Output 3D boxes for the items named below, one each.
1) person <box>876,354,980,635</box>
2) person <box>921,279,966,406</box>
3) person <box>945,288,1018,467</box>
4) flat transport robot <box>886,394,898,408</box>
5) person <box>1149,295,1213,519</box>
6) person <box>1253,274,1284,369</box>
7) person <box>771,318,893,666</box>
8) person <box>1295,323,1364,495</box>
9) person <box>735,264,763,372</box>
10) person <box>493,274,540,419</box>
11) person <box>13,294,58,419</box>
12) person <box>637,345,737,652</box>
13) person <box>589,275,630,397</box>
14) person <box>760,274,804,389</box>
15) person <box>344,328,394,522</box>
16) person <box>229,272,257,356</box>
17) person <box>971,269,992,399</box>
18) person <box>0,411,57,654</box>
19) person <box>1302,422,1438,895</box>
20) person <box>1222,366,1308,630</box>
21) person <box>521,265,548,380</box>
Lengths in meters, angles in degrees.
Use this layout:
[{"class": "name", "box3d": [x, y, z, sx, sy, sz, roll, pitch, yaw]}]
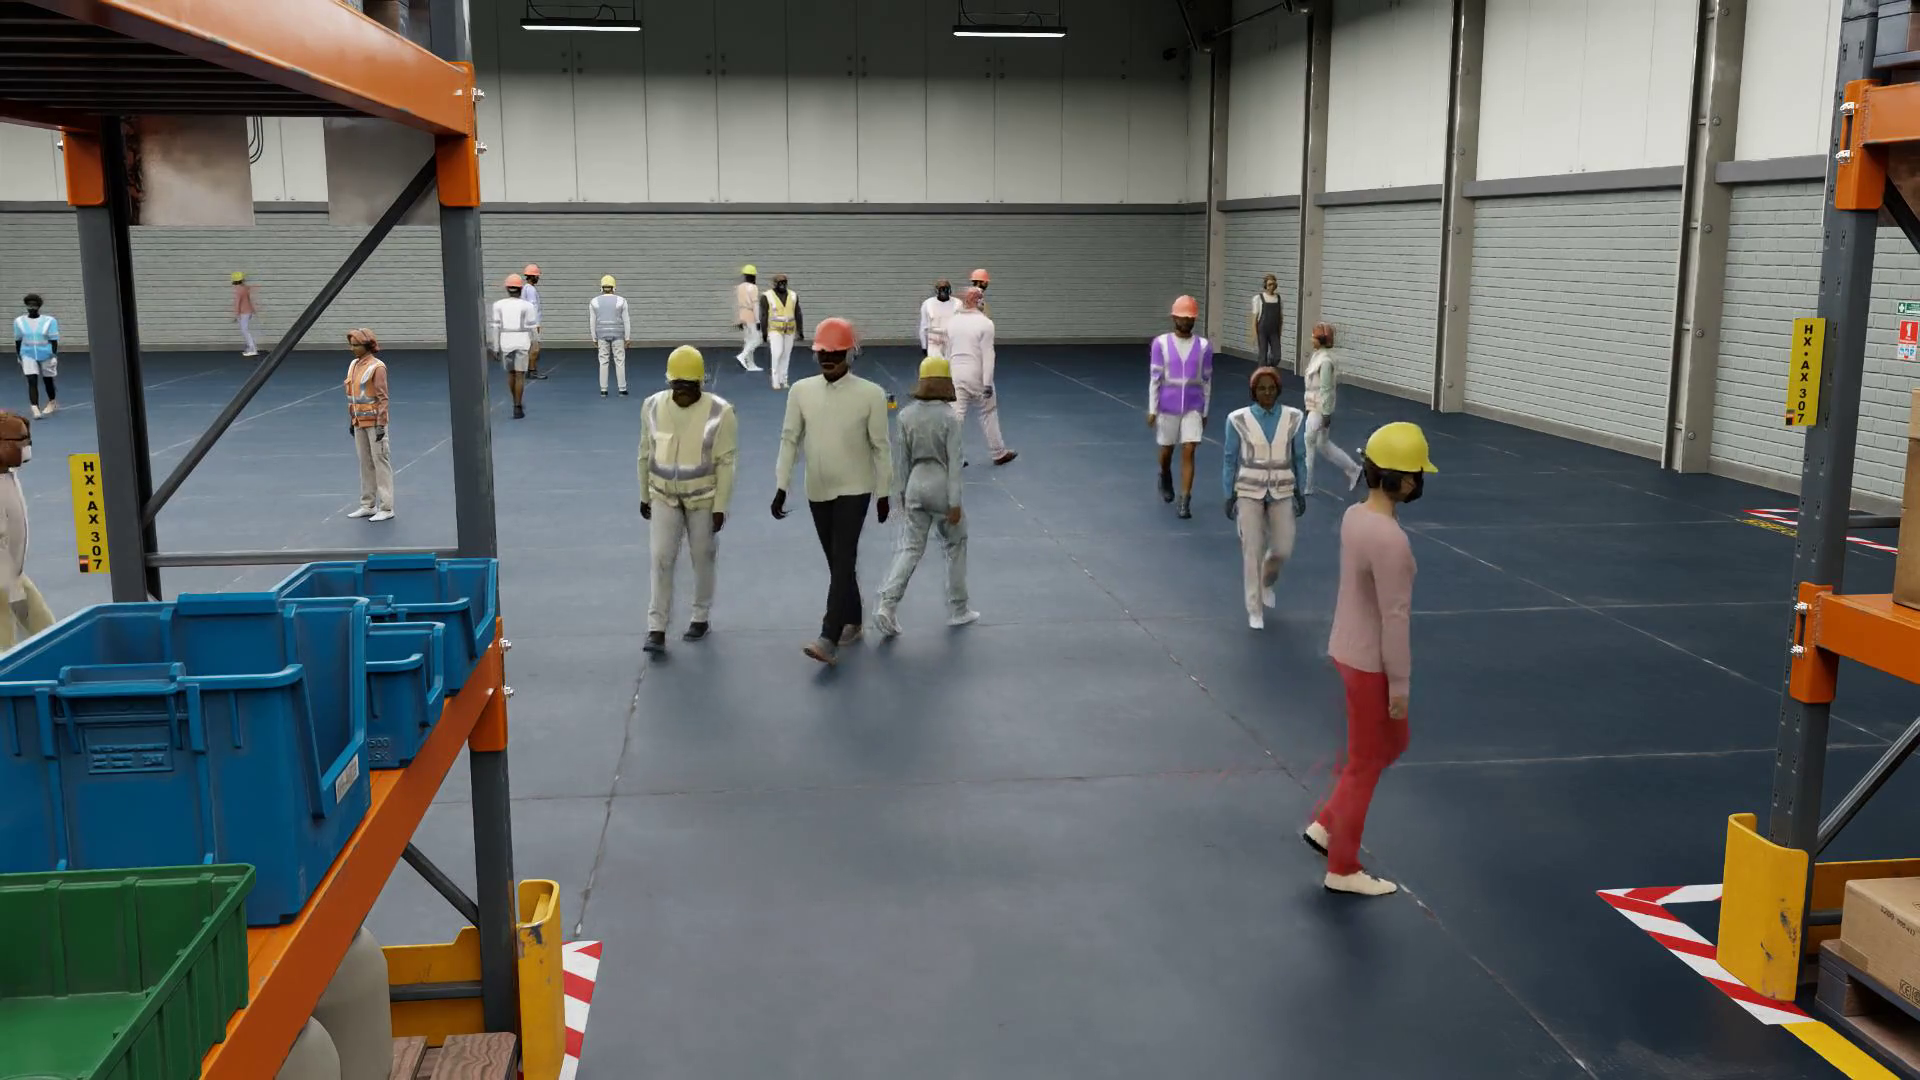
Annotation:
[{"class": "person", "box3d": [-0.205, -0.276, 10.120, 0.488, 1.699, 0.831, 7, 12, 33]}, {"class": "person", "box3d": [-0.223, -2.680, 22.946, 0.624, 1.829, 0.440, -1, 10, -4]}, {"class": "person", "box3d": [0.207, -1.699, 17.454, 0.669, 1.872, 0.868, 8, 13, 37]}, {"class": "flat transport robot", "box3d": [-1.537, -1.995, 23.463, 0.652, 0.197, 1.431, -7, 13, -35]}, {"class": "person", "box3d": [1.918, -1.179, 14.490, 0.553, 1.919, 0.808, 0, 10, 2]}, {"class": "person", "box3d": [4.760, -3.180, 25.675, 0.515, 1.829, 0.399, -2, 10, -9]}, {"class": "person", "box3d": [-0.750, -0.282, 9.482, 0.622, 1.940, 1.023, 4, 11, 23]}, {"class": "person", "box3d": [3.403, -1.210, 15.474, 0.711, 1.617, 0.515, 2, 10, 9]}, {"class": "person", "box3d": [-3.764, -3.938, 29.592, 0.512, 1.915, 0.603, -8, 13, -38]}, {"class": "person", "box3d": [-5.925, -2.599, 22.309, 0.564, 1.892, 0.946, 0, 10, 1]}, {"class": "person", "box3d": [-12.311, -2.464, 22.208, 0.533, 1.664, 0.771, -5, 11, -23]}, {"class": "person", "box3d": [-1.618, -0.230, 9.631, 0.610, 1.784, 0.859, 1, 10, 6]}, {"class": "person", "box3d": [-5.256, -3.066, 25.046, 0.589, 1.834, 0.404, -1, 10, -4]}, {"class": "person", "box3d": [-2.786, -3.280, 26.269, 0.648, 1.823, 0.605, -6, 12, -29]}, {"class": "person", "box3d": [-5.026, -0.979, 14.146, 0.511, 1.638, 0.308, 8, 13, 39]}, {"class": "person", "box3d": [-14.442, -4.552, 33.519, 0.411, 1.708, 0.601, -2, 11, -11]}, {"class": "person", "box3d": [0.297, -3.046, 24.672, 0.379, 1.932, 0.545, 3, 11, 14]}, {"class": "person", "box3d": [-4.414, 0.206, 7.718, 0.454, 1.612, 0.569, -4, 11, -19]}, {"class": "person", "box3d": [1.509, 0.443, 6.021, 0.395, 1.749, 0.542, 0, 10, -2]}, {"class": "person", "box3d": [1.876, -0.275, 10.317, 0.530, 1.622, 0.464, 0, 10, -1]}, {"class": "person", "box3d": [-7.218, -3.682, 28.144, 0.364, 1.934, 0.552, -6, 12, -28]}]
